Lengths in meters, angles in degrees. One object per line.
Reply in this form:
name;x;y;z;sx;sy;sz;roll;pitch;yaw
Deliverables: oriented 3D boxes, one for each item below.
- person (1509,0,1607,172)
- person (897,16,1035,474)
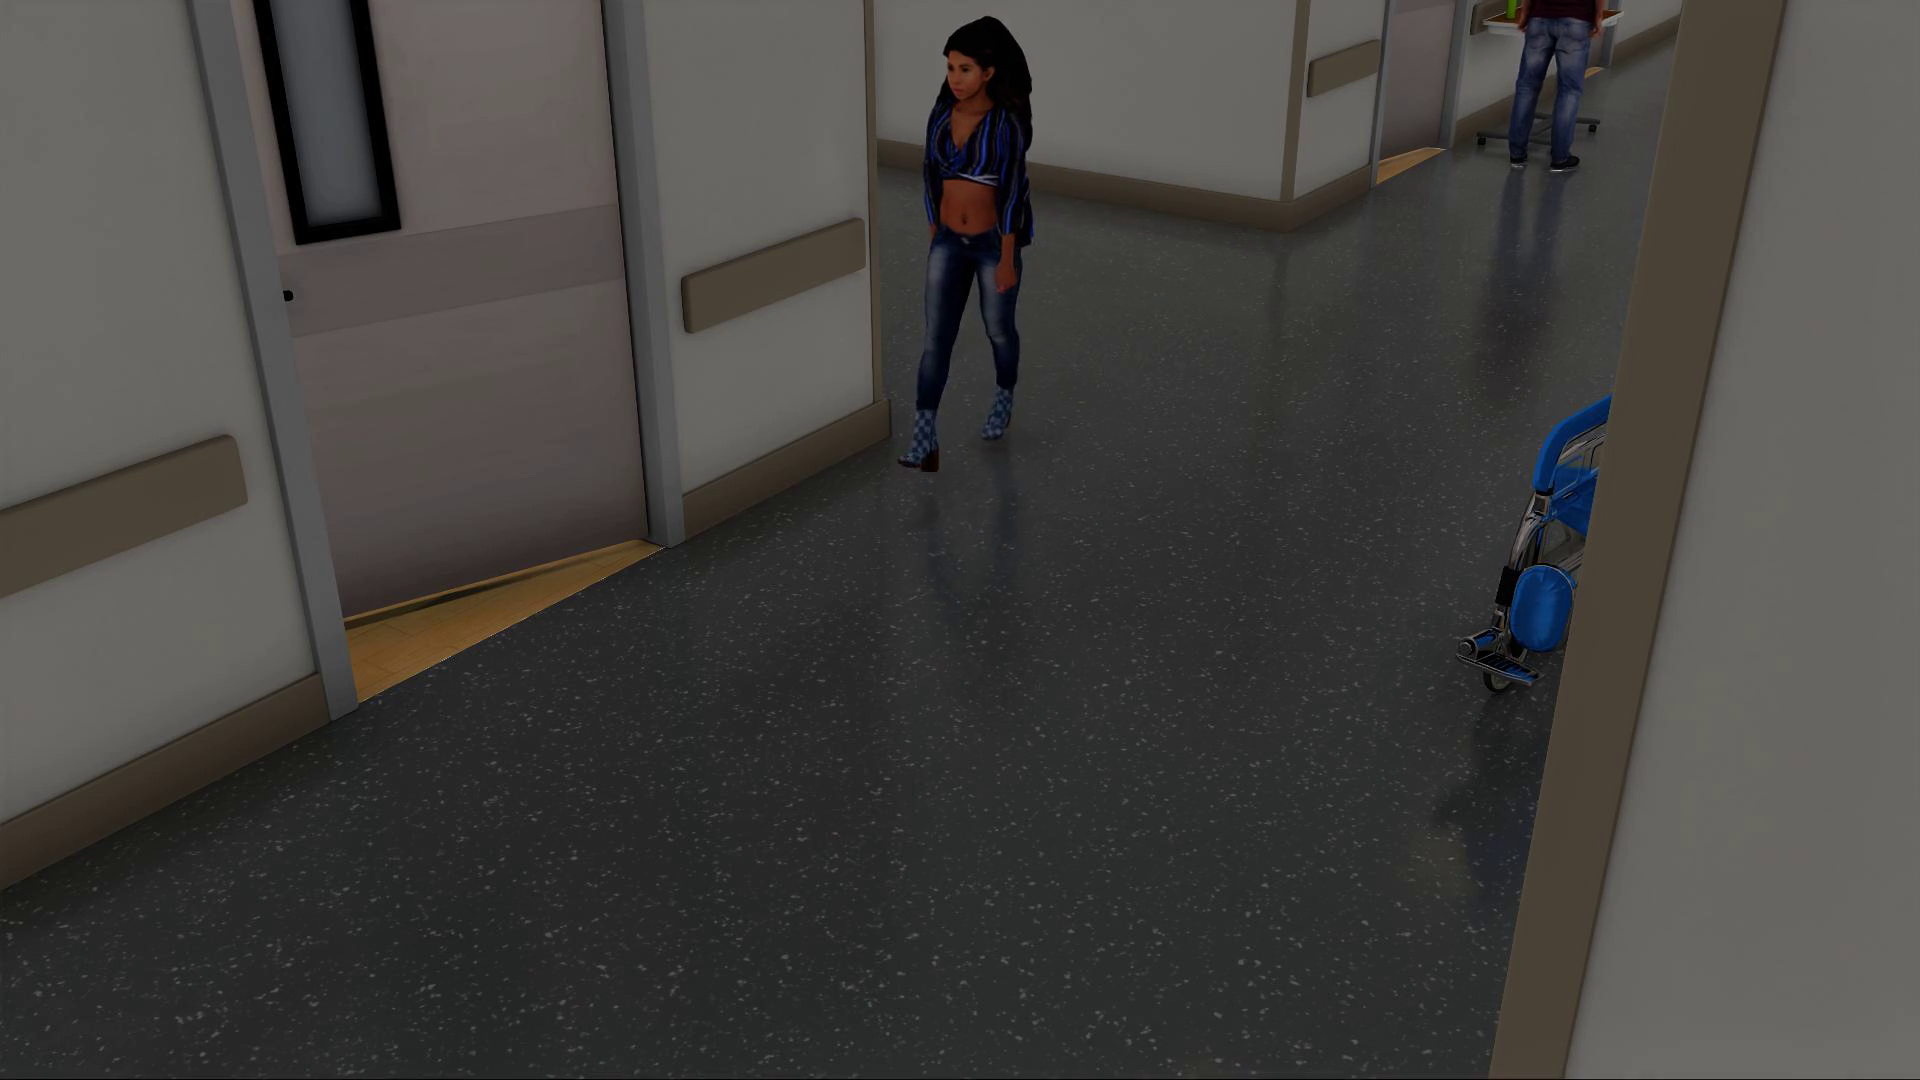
person;3.715;-3.247;10.284;0.652;1.853;0.532;17;31;31
person;0.101;-1.054;6.053;0.721;1.579;1.033;13;29;25
